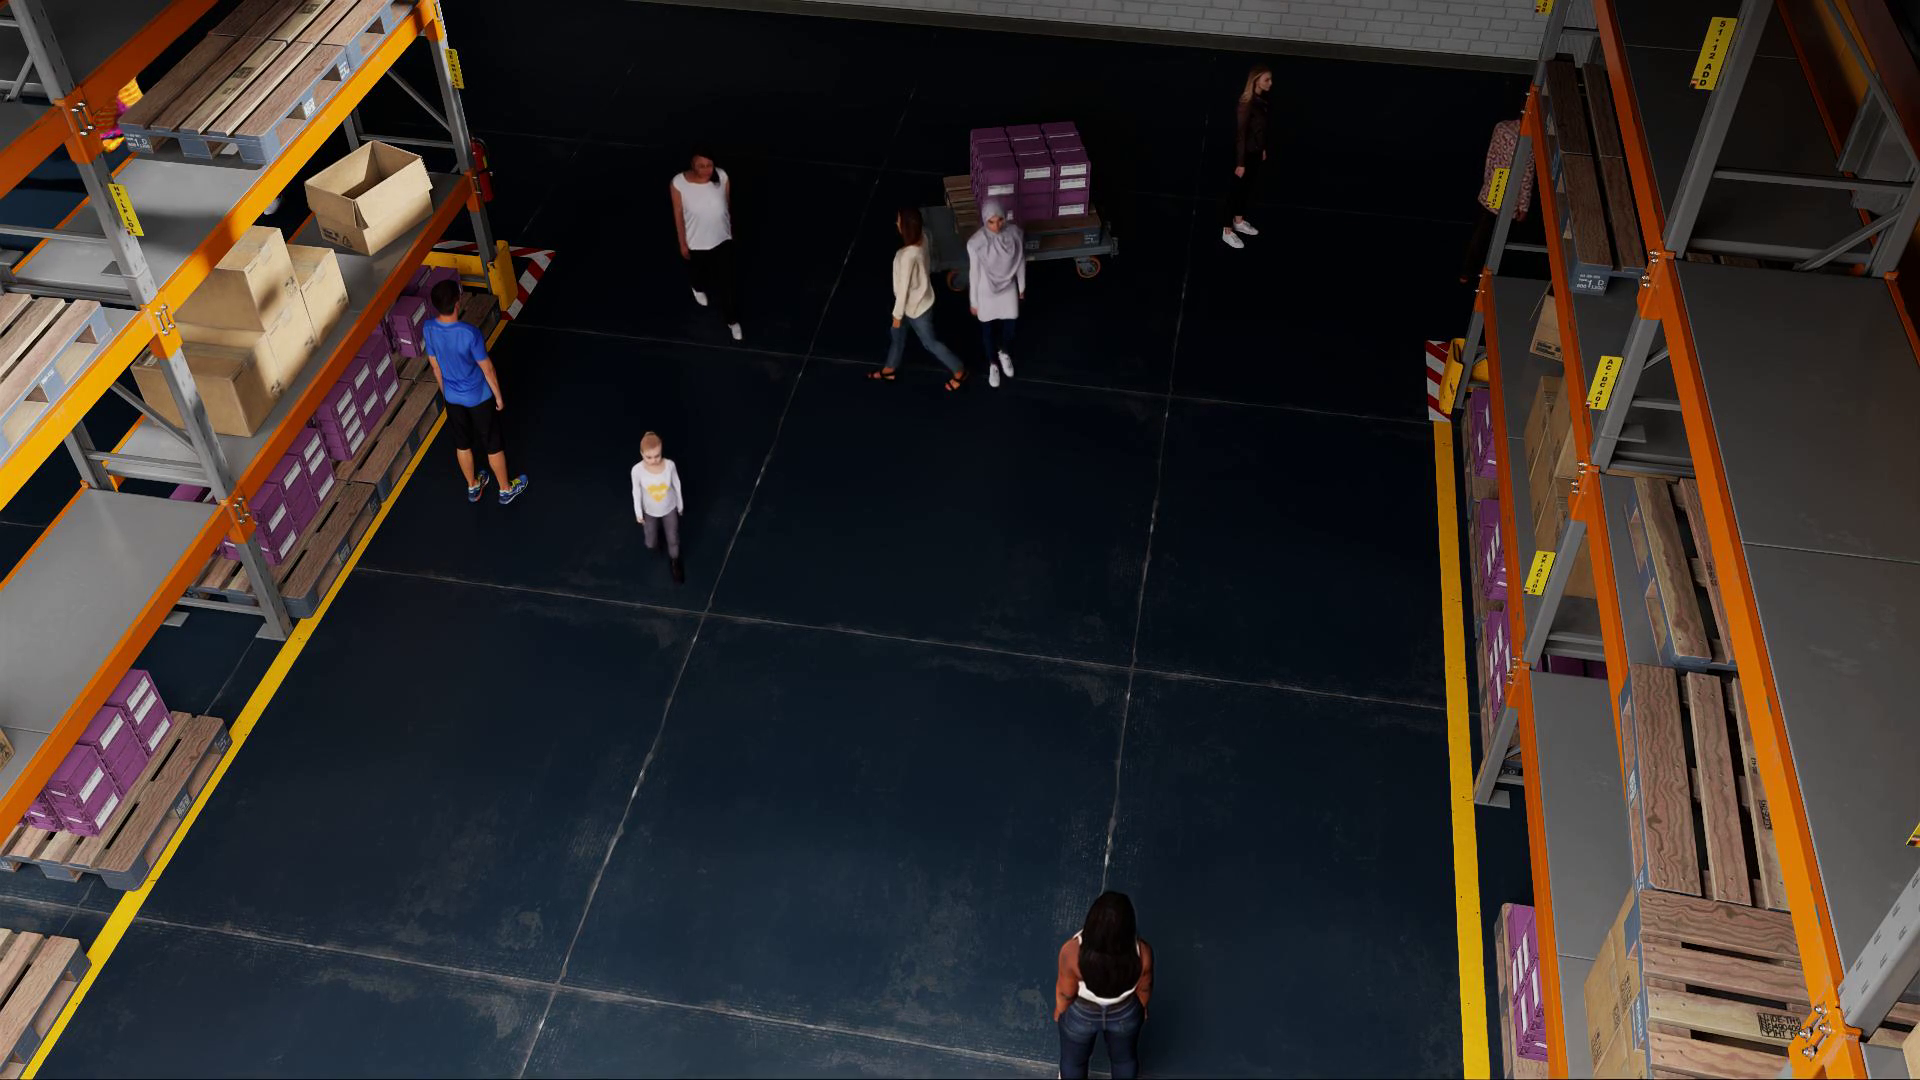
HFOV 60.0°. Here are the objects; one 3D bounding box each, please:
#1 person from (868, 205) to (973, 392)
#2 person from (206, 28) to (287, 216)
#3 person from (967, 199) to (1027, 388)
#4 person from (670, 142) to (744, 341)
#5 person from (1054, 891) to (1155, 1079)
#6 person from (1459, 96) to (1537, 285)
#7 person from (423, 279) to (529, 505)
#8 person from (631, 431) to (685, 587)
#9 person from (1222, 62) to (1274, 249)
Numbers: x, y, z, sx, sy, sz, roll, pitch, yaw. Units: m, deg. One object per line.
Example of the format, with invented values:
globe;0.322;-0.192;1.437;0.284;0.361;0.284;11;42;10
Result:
person;-0.252;-1.814;12.909;0.729;1.635;0.989;6;44;7
person;-6.416;-3.754;14.861;0.633;1.751;0.639;17;46;17
person;0.271;-1.963;12.978;0.750;1.755;0.780;-11;45;-12
person;-2.101;-2.521;13.637;0.995;1.653;1.188;-14;45;-14
person;0.716;2.369;8.392;0.684;1.808;0.651;0;44;0
person;4.543;-2.876;13.897;0.844;1.810;0.740;-18;46;-18
person;-3.534;-1.043;11.931;0.609;1.866;0.542;8;44;9
person;-2.095;-0.263;11.545;0.636;1.269;0.734;-11;45;-12
person;2.509;-3.380;14.501;0.735;1.705;0.604;28;50;26
